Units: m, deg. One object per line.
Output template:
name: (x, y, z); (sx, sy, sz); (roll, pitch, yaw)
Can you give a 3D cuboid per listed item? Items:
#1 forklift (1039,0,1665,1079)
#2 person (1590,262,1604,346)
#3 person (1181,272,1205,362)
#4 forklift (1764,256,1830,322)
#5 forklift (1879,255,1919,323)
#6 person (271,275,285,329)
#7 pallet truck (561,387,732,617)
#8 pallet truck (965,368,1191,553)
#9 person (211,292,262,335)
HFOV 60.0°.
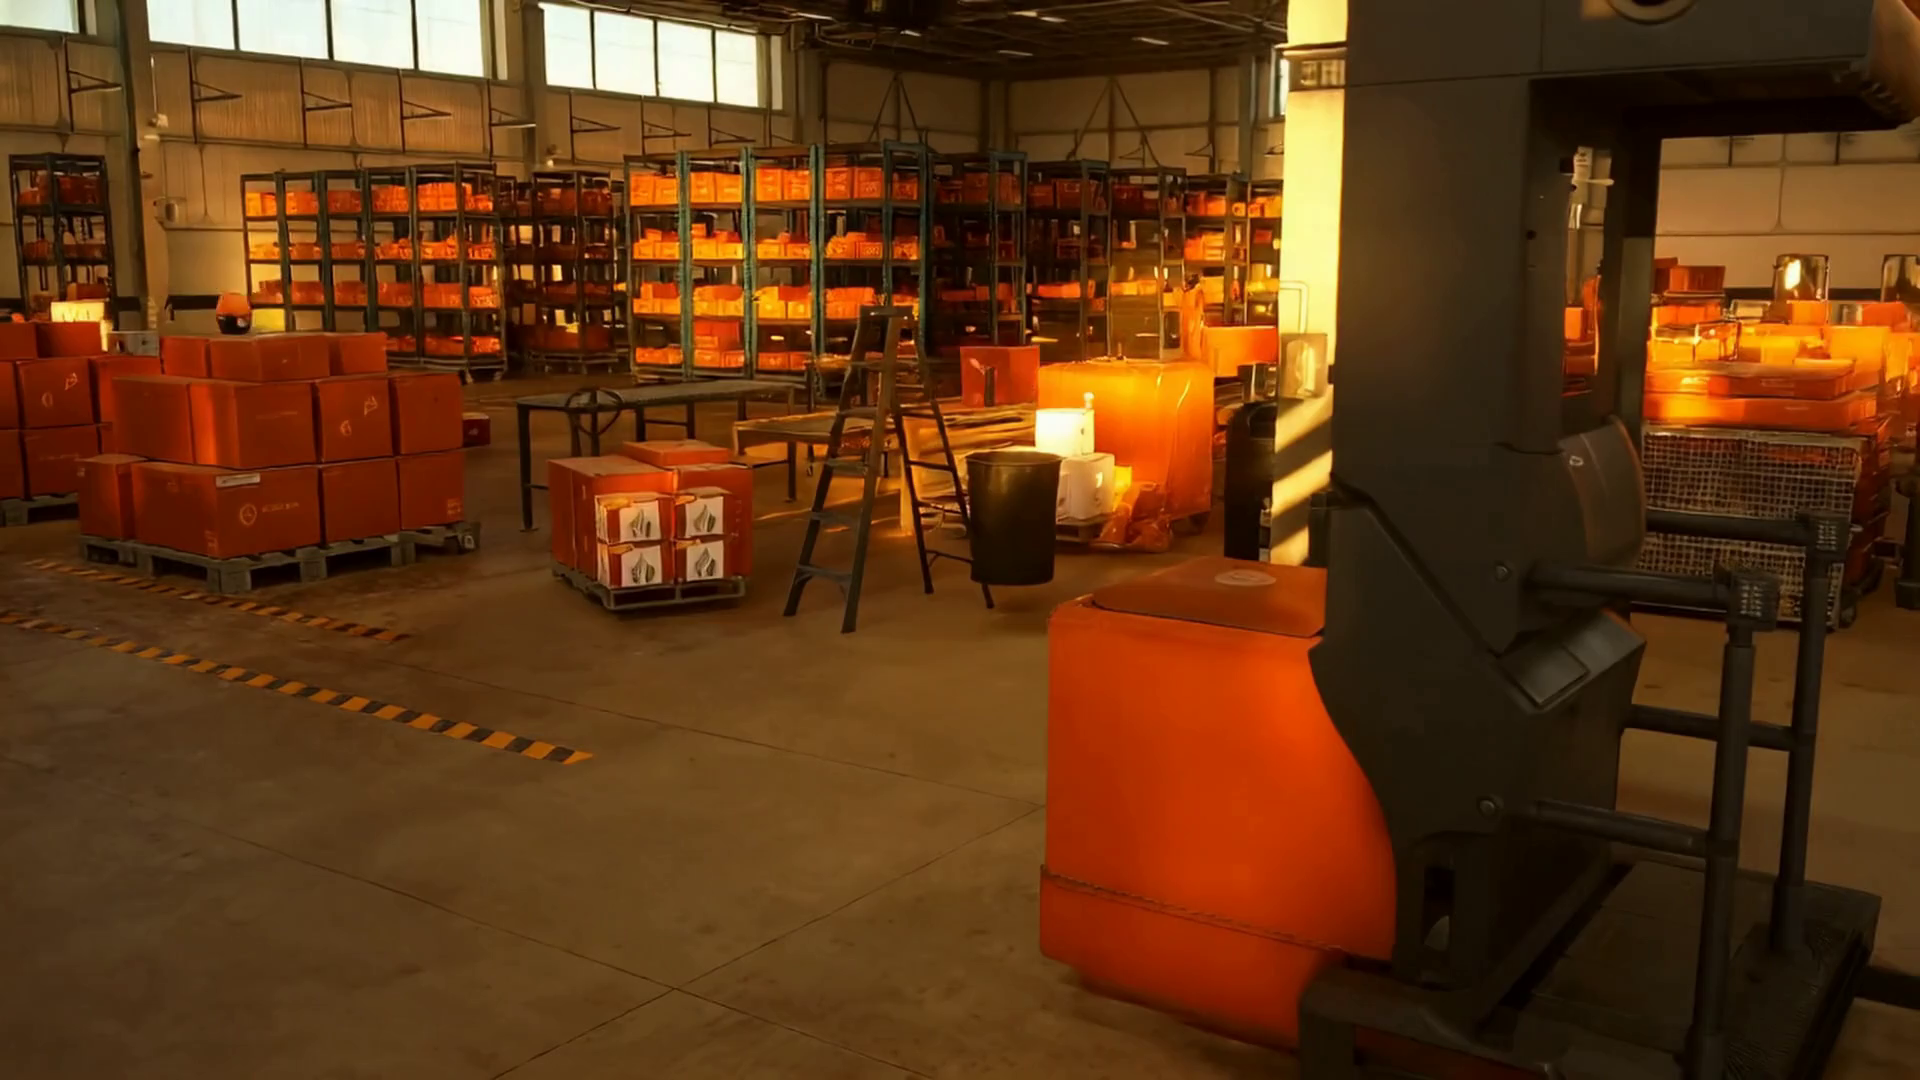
forklift: (1.249, -0.137, 4.360); (1.873, 2.768, 1.129); (7, 12, 35)
person: (15.155, -5.579, 39.404); (0.380, 1.995, 0.611); (0, 10, -1)
person: (3.761, -3.421, 26.987); (0.378, 1.844, 0.569); (-2, 10, -9)
forklift: (20.253, -5.854, 40.139); (1.157, 1.987, 2.680); (7, 12, 35)
forklift: (22.089, -5.634, 38.796); (1.157, 1.987, 2.680); (6, 11, 33)
person: (-13.582, -4.453, 33.450); (0.598, 1.732, 0.503); (9, 13, 41)
pallet truck: (-1.981, -0.274, 10.088); (0.680, 1.201, 1.601); (-5, 11, -28)
pallet truck: (0.845, -0.609, 11.869); (1.630, 1.274, 0.653); (7, 12, 35)
person: (-5.327, -0.975, 12.576); (0.600, 1.804, 0.826); (8, 13, 40)
